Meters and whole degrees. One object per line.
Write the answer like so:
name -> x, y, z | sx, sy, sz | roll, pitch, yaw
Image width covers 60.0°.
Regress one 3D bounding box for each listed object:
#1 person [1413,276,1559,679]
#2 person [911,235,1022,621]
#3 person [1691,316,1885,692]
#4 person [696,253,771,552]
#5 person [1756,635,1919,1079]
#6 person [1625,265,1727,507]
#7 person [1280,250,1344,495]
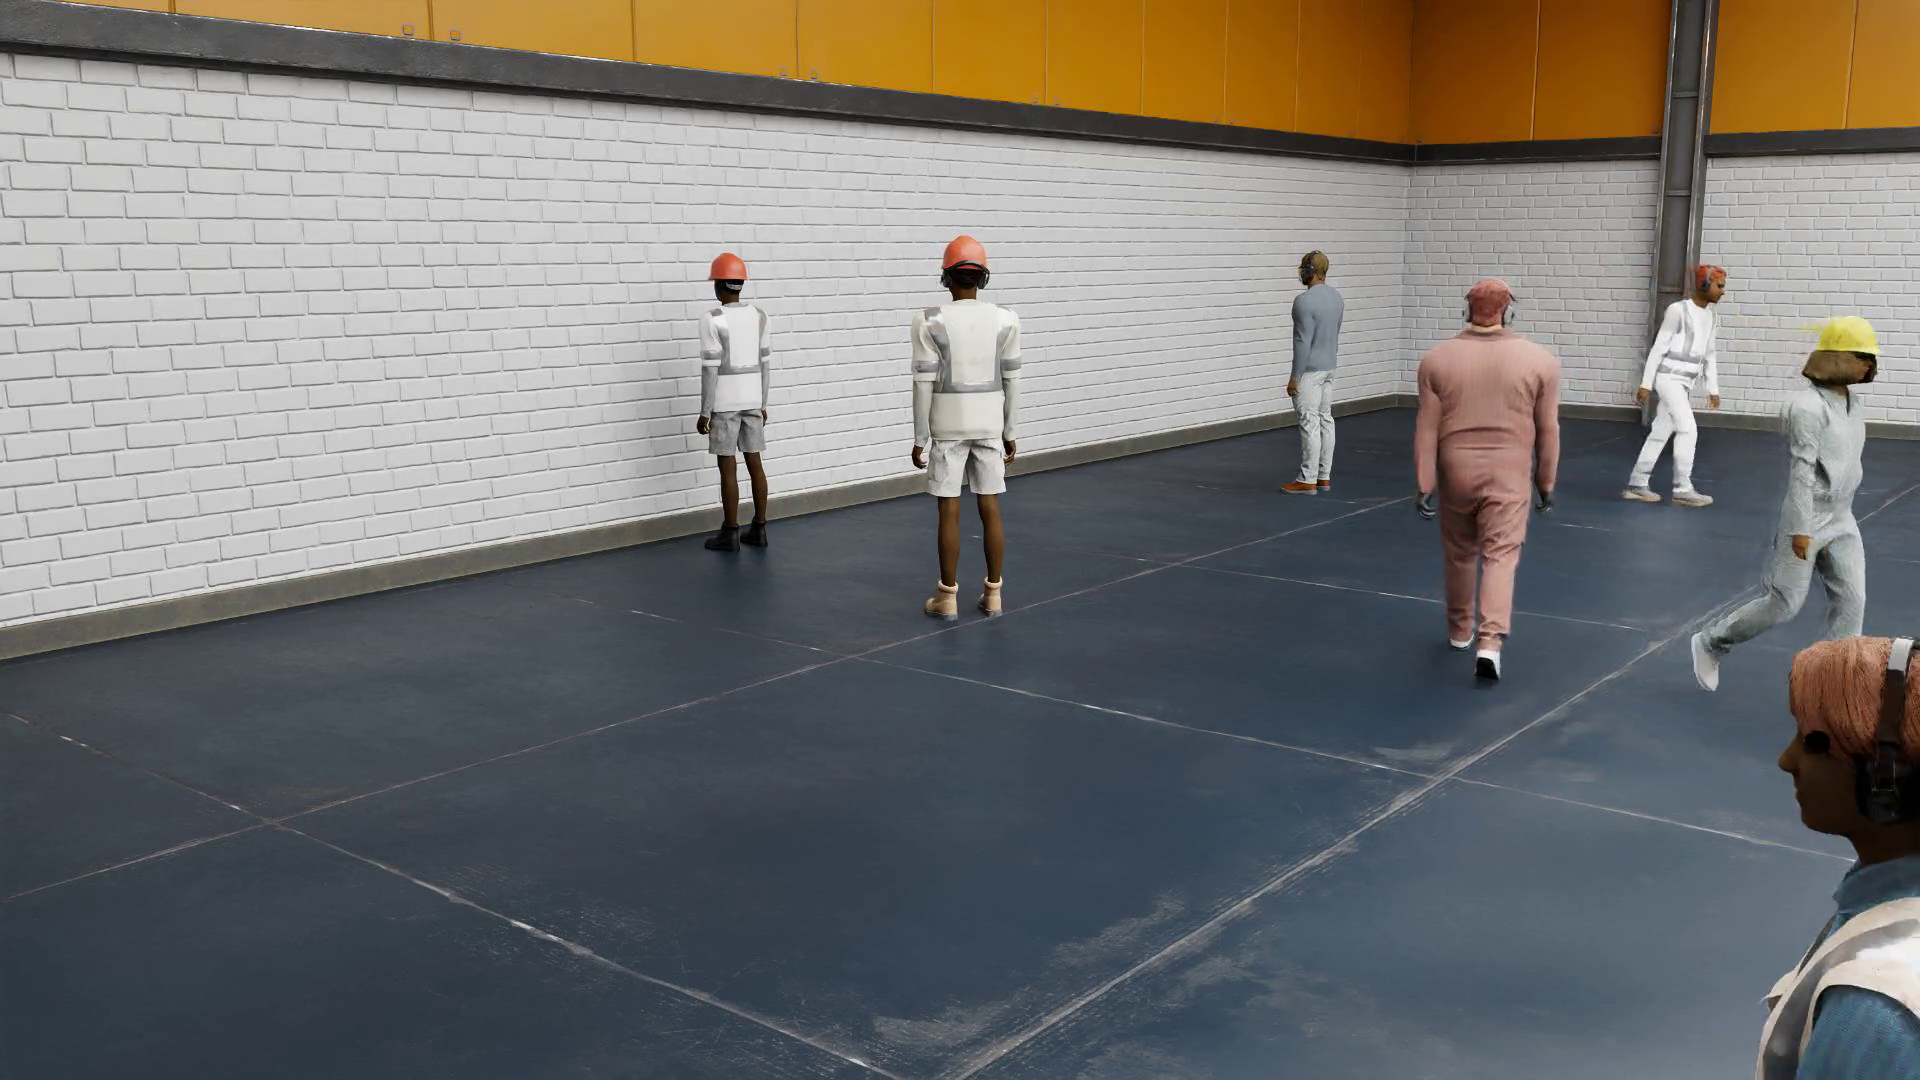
person -> 2.477, -0.308, 7.856 | 0.641, 1.864, 0.996 | 4, 11, 23
person -> 0.021, -0.588, 8.881 | 0.607, 2.044, 0.375 | -3, 11, -18
person -> 3.567, -0.096, 7.054 | 0.489, 1.714, 0.740 | -6, 12, -30
person -> -1.486, -0.892, 10.854 | 0.543, 1.940, 0.361 | -10, 14, -43
person -> 0.959, 0.888, 1.917 | 0.845, 1.589, 0.543 | 7, 12, 35
person -> 5.518, -1.172, 12.699 | 0.593, 1.828, 0.804 | -9, 14, -41
person -> 2.813, -1.332, 13.293 | 0.372, 1.940, 0.631 | 8, 13, 38
